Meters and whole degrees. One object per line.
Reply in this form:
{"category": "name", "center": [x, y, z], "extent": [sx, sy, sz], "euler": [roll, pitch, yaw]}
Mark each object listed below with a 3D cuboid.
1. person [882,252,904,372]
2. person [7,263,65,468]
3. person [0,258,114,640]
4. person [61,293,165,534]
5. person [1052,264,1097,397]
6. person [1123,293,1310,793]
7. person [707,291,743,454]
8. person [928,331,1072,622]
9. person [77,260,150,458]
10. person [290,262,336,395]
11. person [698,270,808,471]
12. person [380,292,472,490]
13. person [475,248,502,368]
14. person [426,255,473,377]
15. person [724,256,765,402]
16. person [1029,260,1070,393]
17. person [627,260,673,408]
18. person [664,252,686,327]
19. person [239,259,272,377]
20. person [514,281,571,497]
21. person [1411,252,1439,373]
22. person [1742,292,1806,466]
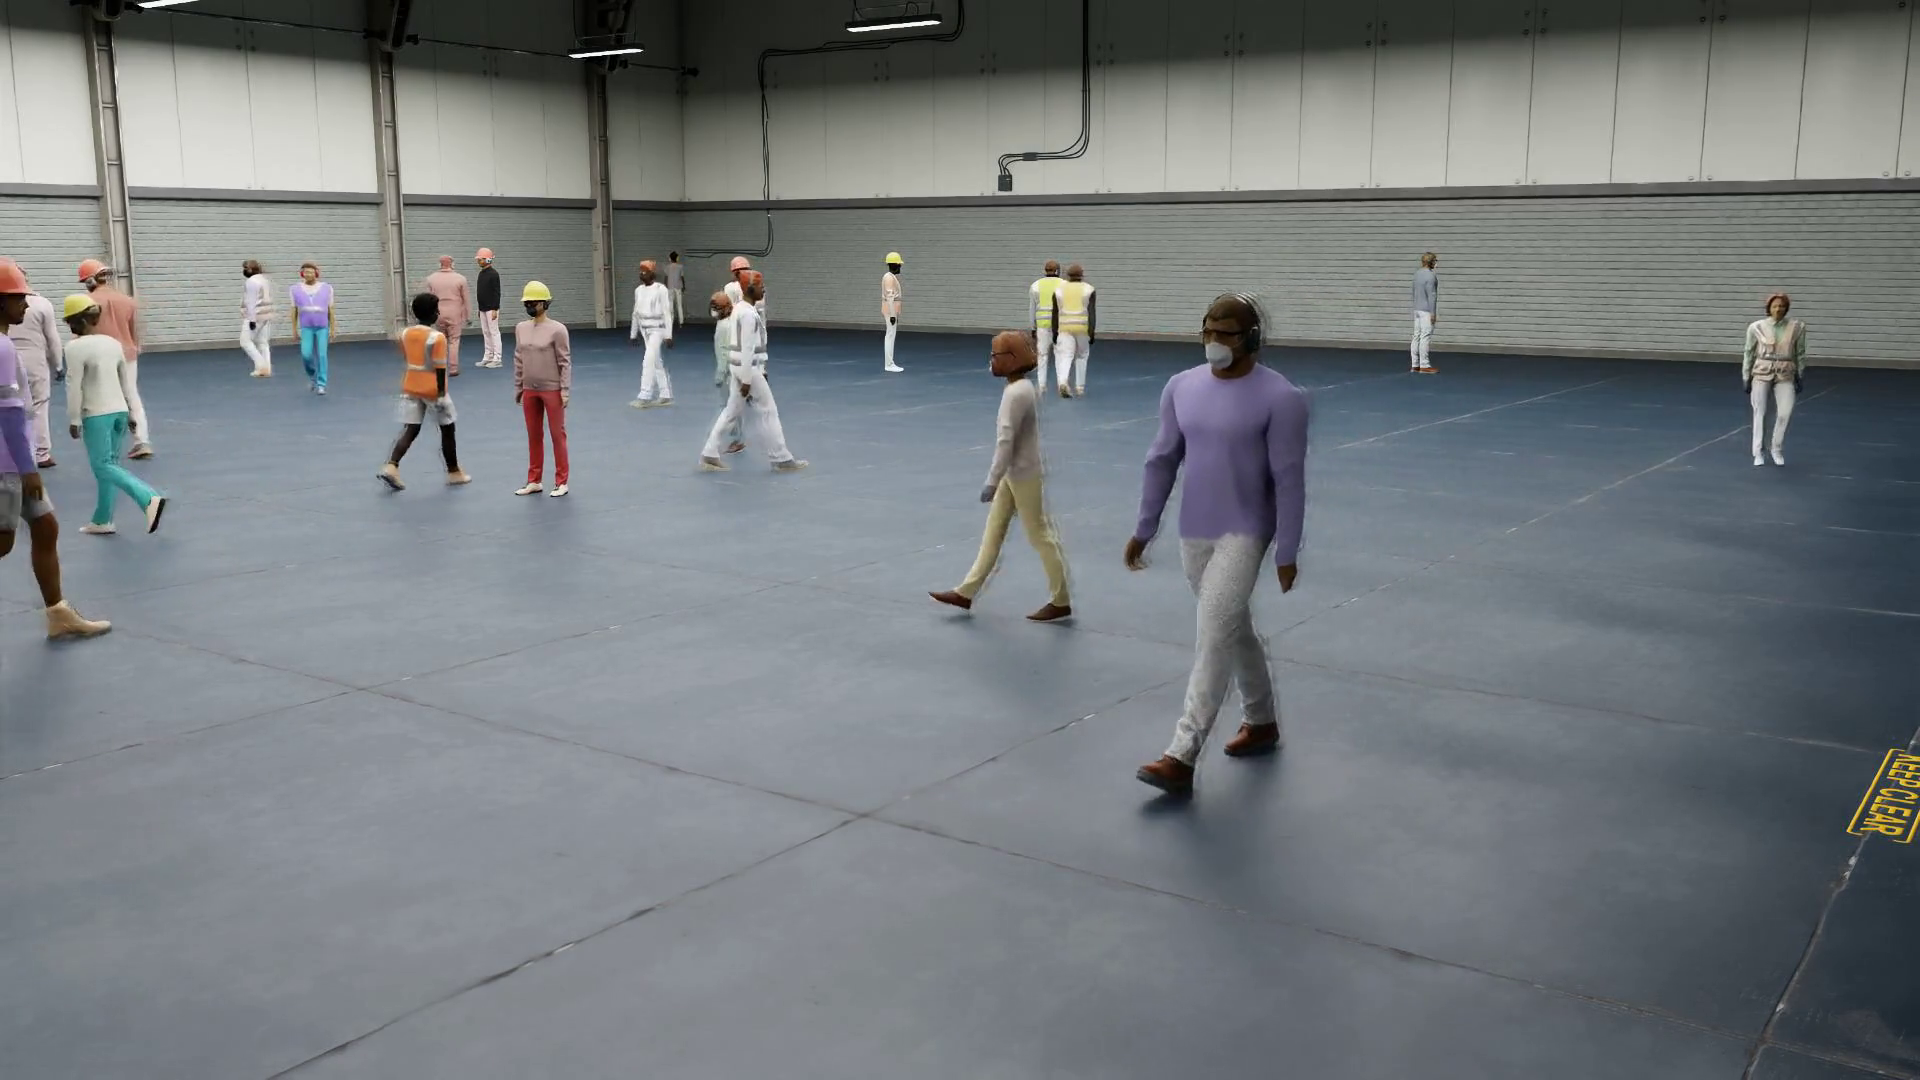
{"category": "person", "center": [-1.091, -3.699, 27.023], "extent": [0.363, 1.928, 0.587], "euler": [0, 10, -1]}
{"category": "person", "center": [-8.651, -1.594, 15.328], "extent": [0.662, 1.900, 0.400], "euler": [-3, 11, -16]}
{"category": "person", "center": [-4.938, -0.417, 8.434], "extent": [0.935, 2.013, 0.612], "euler": [-7, 12, -33]}
{"category": "person", "center": [-5.990, -0.873, 11.764], "extent": [0.729, 1.730, 0.542], "euler": [2, 10, 12]}
{"category": "person", "center": [1.535, -2.836, 22.565], "extent": [0.630, 1.806, 0.886], "euler": [3, 11, 15]}
{"category": "person", "center": [1.006, -0.005, 6.461], "extent": [1.014, 1.890, 0.648], "euler": [-9, 14, -43]}
{"category": "person", "center": [-2.333, -1.681, 16.612], "extent": [0.320, 1.610, 0.635], "euler": [0, 10, -2]}
{"category": "person", "center": [0.233, -0.335, 9.100], "extent": [0.835, 1.589, 0.518], "euler": [0, 10, 1]}
{"category": "person", "center": [-8.220, -1.739, 16.100], "extent": [1.027, 1.929, 0.623], "euler": [8, 13, 38]}
{"category": "person", "center": [-8.886, -2.907, 22.884], "extent": [0.565, 1.829, 0.444], "euler": [-3, 11, -16]}
{"category": "person", "center": [-1.929, -1.526, 15.112], "extent": [0.978, 1.844, 0.575], "euler": [-4, 11, -19]}
{"category": "person", "center": [-4.544, -1.256, 14.061], "extent": [0.527, 1.668, 0.811], "euler": [5, 11, 26]}
{"category": "person", "center": [-7.924, -3.892, 27.917], "extent": [0.375, 1.995, 0.609], "euler": [-10, 14, -43]}
{"category": "person", "center": [-7.997, -3.506, 26.074], "extent": [0.663, 1.888, 0.574], "euler": [0, 10, 0]}
{"category": "person", "center": [-2.779, -2.730, 21.637], "extent": [0.560, 1.913, 0.586], "euler": [-6, 12, -28]}
{"category": "person", "center": [1.285, -2.970, 23.204], "extent": [0.622, 1.838, 0.430], "euler": [4, 11, 19]}
{"category": "person", "center": [-3.980, -2.585, 20.993], "extent": [0.604, 1.848, 0.877], "euler": [9, 14, 42]}
{"category": "person", "center": [-7.071, -6.208, 41.244], "extent": [0.534, 1.868, 0.310], "euler": [-1, 10, -4]}
{"category": "person", "center": [-10.891, -3.412, 25.713], "extent": [0.451, 1.824, 0.653], "euler": [-1, 10, -4]}
{"category": "person", "center": [-3.436, -1.232, 13.660], "extent": [0.524, 1.769, 0.325], "euler": [4, 11, 22]}
{"category": "person", "center": [7.462, -3.640, 26.665], "extent": [0.373, 1.940, 0.628], "euler": [-2, 10, -12]}
{"category": "person", "center": [7.550, -1.480, 15.445], "extent": [0.538, 1.622, 0.437], "euler": [3, 11, 17]}
